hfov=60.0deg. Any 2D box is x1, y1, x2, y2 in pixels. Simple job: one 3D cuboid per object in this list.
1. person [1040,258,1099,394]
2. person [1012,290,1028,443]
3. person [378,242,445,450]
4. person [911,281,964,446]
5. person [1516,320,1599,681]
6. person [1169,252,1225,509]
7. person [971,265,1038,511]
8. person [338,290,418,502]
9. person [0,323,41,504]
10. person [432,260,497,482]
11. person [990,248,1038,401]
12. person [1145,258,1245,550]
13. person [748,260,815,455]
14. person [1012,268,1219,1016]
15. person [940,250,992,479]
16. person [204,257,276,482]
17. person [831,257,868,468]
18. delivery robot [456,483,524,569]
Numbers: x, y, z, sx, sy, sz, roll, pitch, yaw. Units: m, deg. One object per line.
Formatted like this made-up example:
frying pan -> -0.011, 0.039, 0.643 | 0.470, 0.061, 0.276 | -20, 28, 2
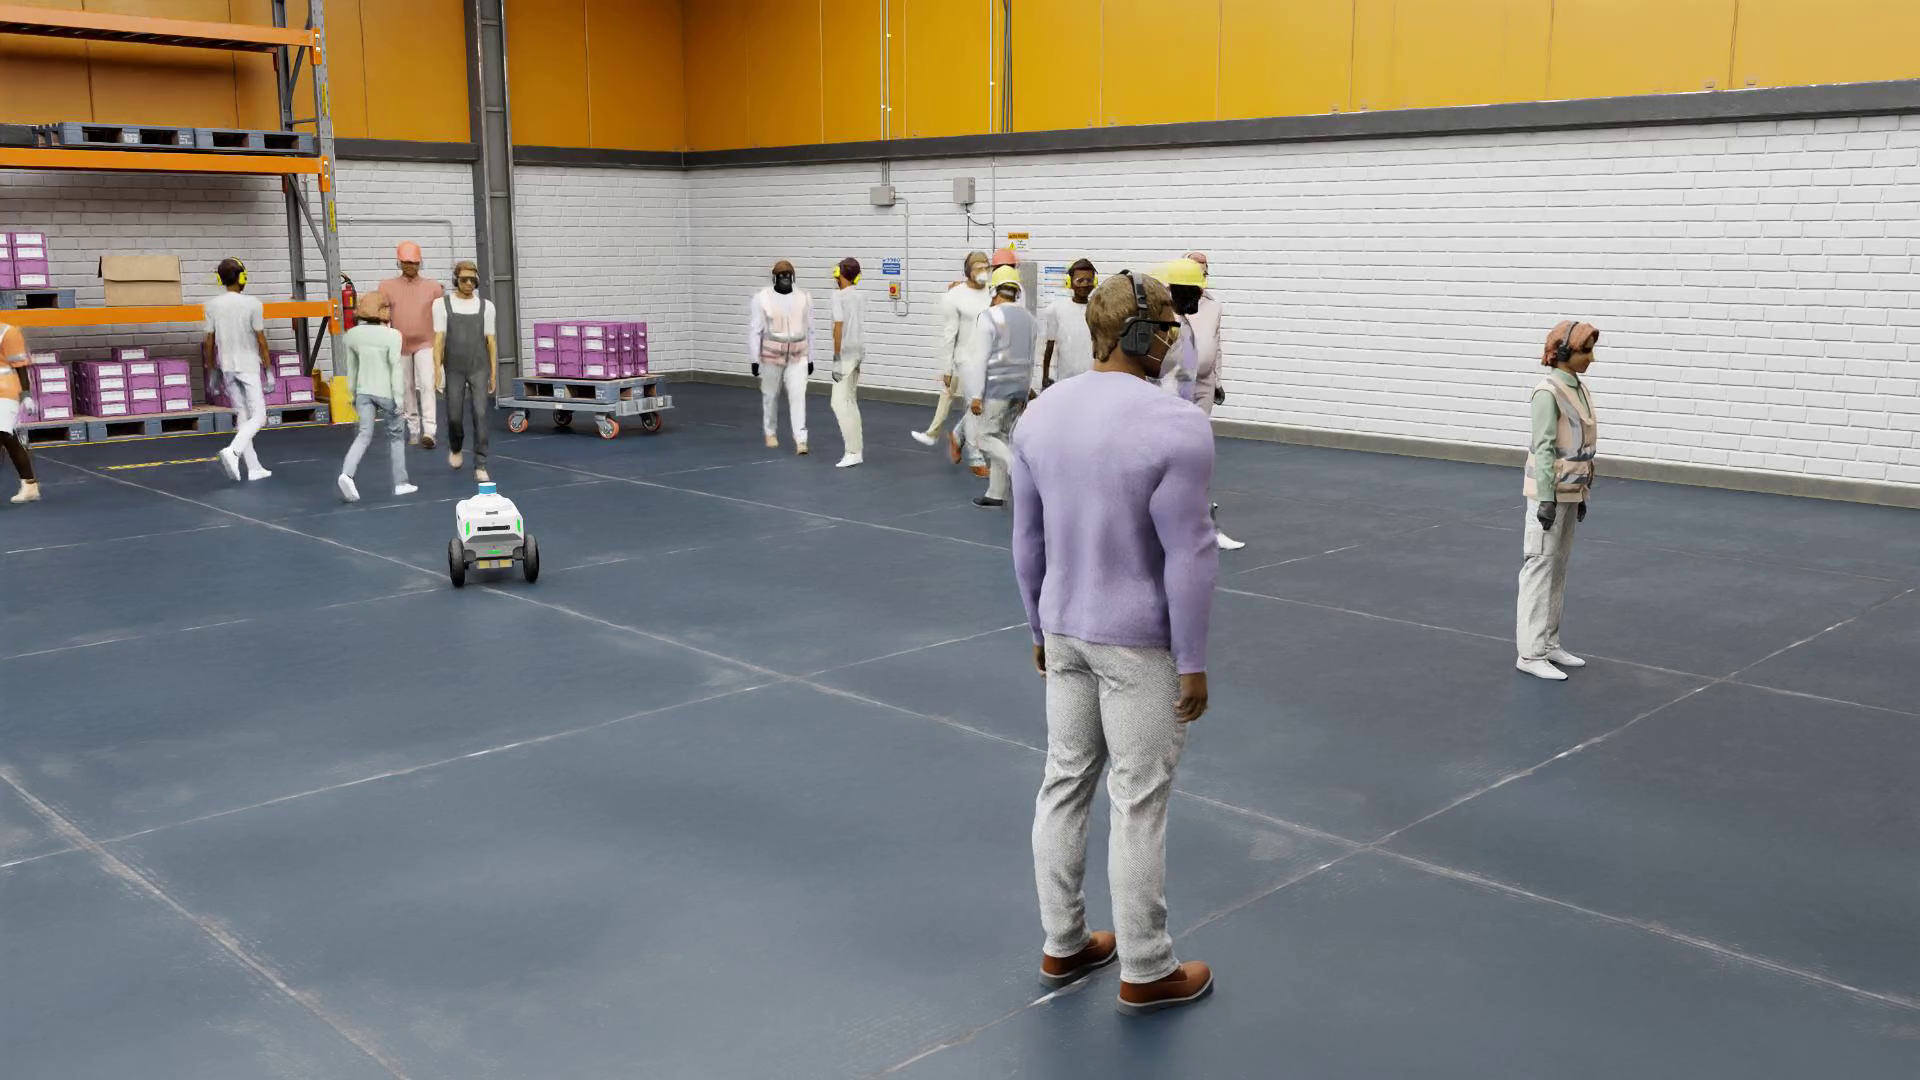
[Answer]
person -> 0.890, -1.114, 12.127 | 0.563, 1.850, 0.602 | -2, 11, -12
person -> 0.440, -1.741, 16.173 | 0.570, 1.616, 0.511 | 2, 10, 8
person -> -5.209, -1.833, 15.796 | 0.621, 1.941, 1.017 | -2, 11, -13
person -> -0.024, -1.642, 15.732 | 0.860, 1.590, 0.508 | 7, 12, 33
person -> 2.753, -0.188, 7.671 | 0.307, 1.638, 0.511 | 7, 13, 35
person -> 1.684, -1.156, 12.233 | 0.639, 1.902, 0.407 | -6, 12, -28
person -> 0.358, -1.083, 12.090 | 0.593, 1.808, 0.610 | 9, 14, 40
person -> -4.502, -1.106, 12.764 | 0.501, 1.607, 0.761 | 3, 11, 15
person -> -7.182, -1.042, 12.246 | 0.553, 1.652, 0.868 | 4, 11, 20
person -> -4.103, -1.403, 13.792 | 0.525, 1.825, 0.639 | -4, 11, -22
person -> 0.567, -2.012, 16.915 | 0.927, 1.907, 0.540 | 3, 11, 18
person -> 1.321, -0.867, 10.723 | 0.983, 1.883, 0.600 | 5, 12, 26
person -> -1.661, -1.719, 15.616 | 0.648, 1.812, 0.852 | -3, 11, -17
person -> 0.403, 0.268, 4.367 | 0.376, 1.937, 0.629 | -10, 14, -43
person -> 0.089, -1.500, 14.095 | 0.623, 1.910, 0.848 | -7, 12, -32
person -> -5.890, -1.373, 13.567 | 0.536, 1.849, 0.715 | 2, 11, 9
person -> -0.981, -1.560, 14.675 | 0.448, 1.821, 0.693 | 5, 12, 27
delivery robot -> -2.795, -0.097, 9.871 | 0.477, 0.478, 0.707 | -4, 11, -20
